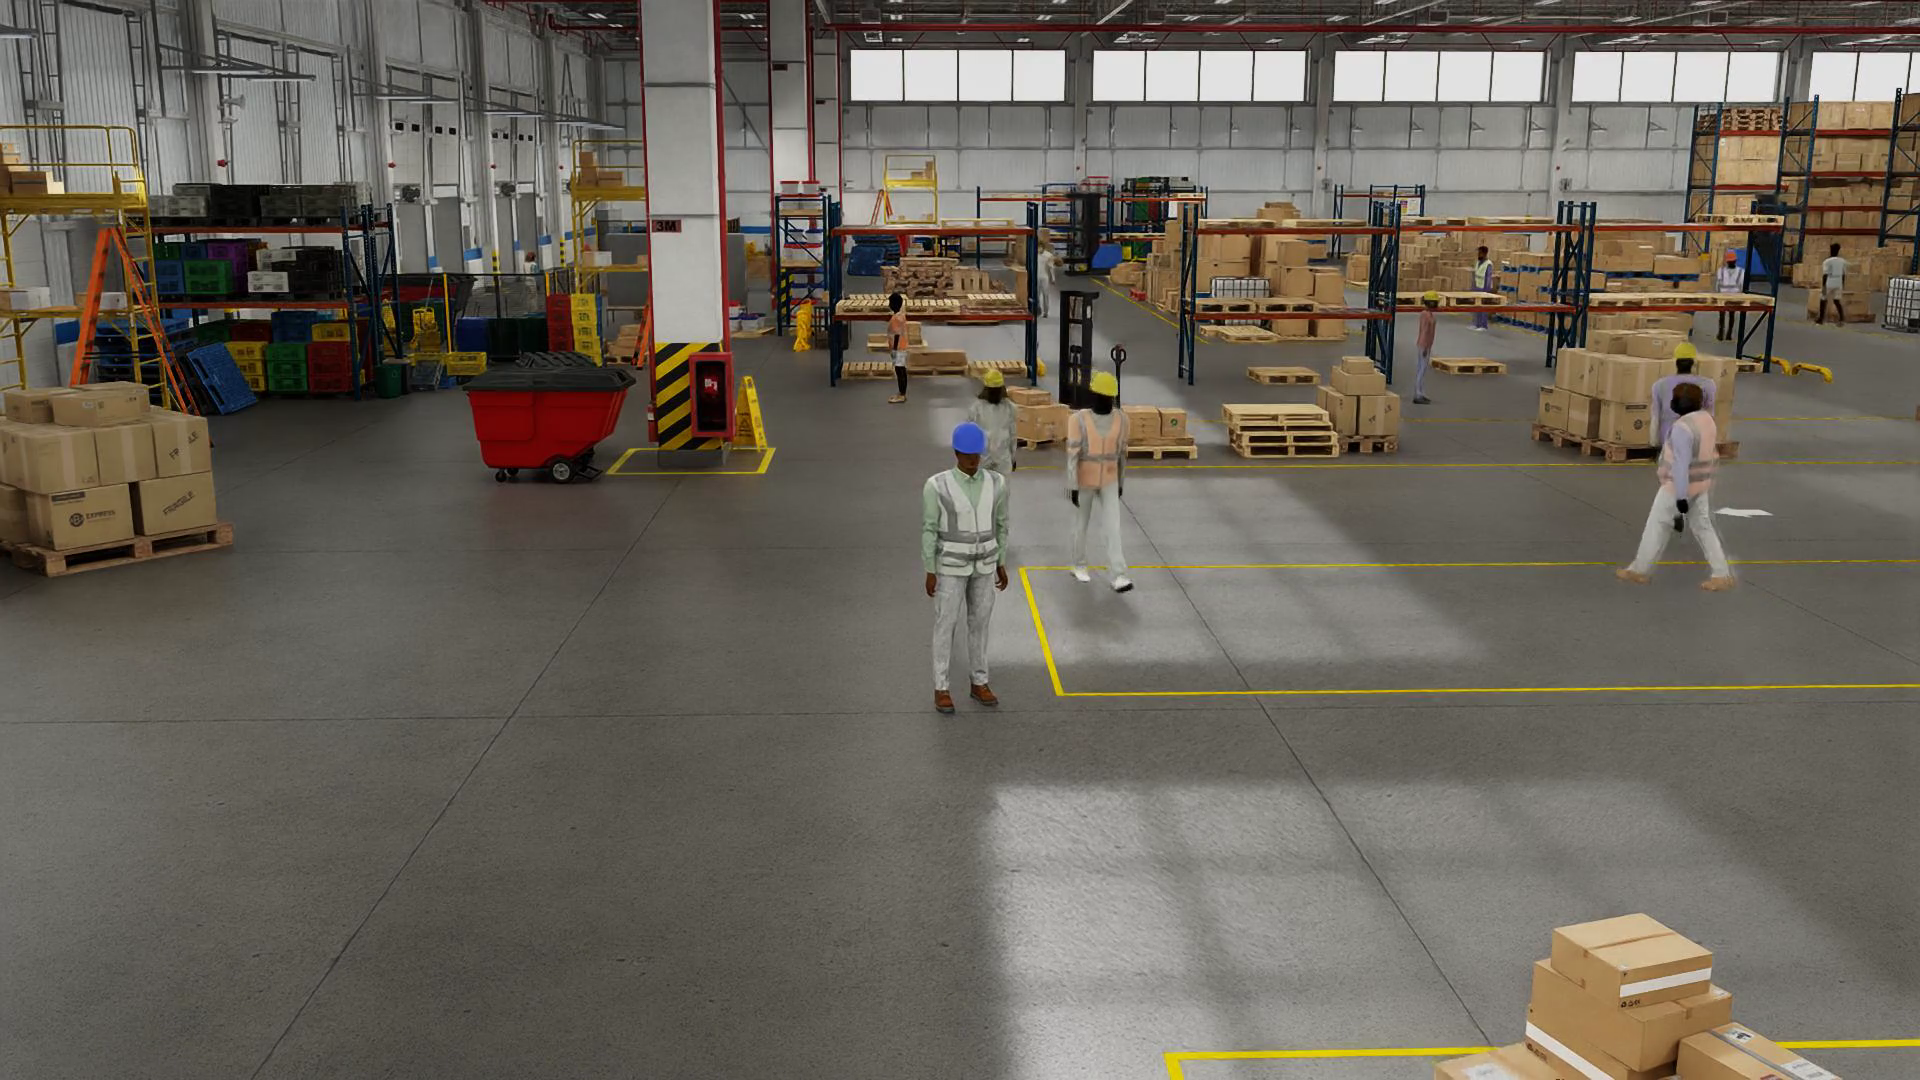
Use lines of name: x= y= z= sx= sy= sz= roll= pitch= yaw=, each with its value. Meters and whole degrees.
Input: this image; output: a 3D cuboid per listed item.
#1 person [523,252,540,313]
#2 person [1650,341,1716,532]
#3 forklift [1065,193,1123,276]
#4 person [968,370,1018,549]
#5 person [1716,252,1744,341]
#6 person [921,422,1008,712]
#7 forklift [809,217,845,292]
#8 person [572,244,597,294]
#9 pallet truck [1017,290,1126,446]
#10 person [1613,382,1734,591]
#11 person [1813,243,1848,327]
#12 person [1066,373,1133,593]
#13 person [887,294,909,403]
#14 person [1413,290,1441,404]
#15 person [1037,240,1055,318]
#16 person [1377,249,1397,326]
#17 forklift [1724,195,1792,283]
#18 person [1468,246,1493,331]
person: x=-10.455 y=-6.209 z=40.605 sx=0.517 sy=1.632 sz=0.311 roll=10 pitch=16 yaw=38
person: x=7.154 y=-1.018 z=16.539 sx=0.604 sy=1.903 sz=0.739 roll=7 pitch=14 yaw=28
forklift: x=4.601 y=-10.447 z=56.888 sx=1.873 sy=2.768 sz=1.129 roll=0 pitch=12 yaw=-2
person: x=0.305 y=-0.817 z=16.096 sx=0.499 sy=1.702 sz=0.894 roll=-1 pitch=13 yaw=-7
person: x=16.299 y=-5.144 z=35.222 sx=0.583 sy=1.873 sz=1.004 roll=7 pitch=14 yaw=28
person: x=0.044 y=0.174 z=11.056 sx=0.615 sy=1.945 sz=0.404 roll=-6 pitch=14 yaw=-24
forklift: x=-4.334 y=-8.620 z=48.638 sx=1.873 sy=2.768 sz=1.129 roll=0 pitch=12 yaw=-2
person: x=-8.783 y=-5.978 z=38.940 sx=0.564 sy=1.910 sz=0.717 roll=-1 pitch=13 yaw=-4
pallet truck: x=1.257 y=-2.299 z=22.111 sx=1.885 sy=1.965 sz=0.823 roll=-9 pitch=15 yaw=-35
person: x=6.236 y=-0.459 z=14.284 sx=0.626 sy=1.799 sz=0.970 roll=-10 pitch=16 yaw=-39
person: x=20.346 y=-5.936 z=38.693 sx=0.613 sy=1.934 sz=0.928 roll=-2 pitch=13 yaw=-7
person: x=1.191 y=-0.498 z=14.254 sx=0.600 sy=1.872 sz=0.975 roll=-3 pitch=13 yaw=-14
person: x=-0.963 y=-2.970 z=25.823 sx=0.322 sy=1.697 sz=0.531 roll=2 pitch=13 yaw=9
person: x=7.244 y=-2.995 z=25.783 sx=0.329 sy=1.765 sz=0.533 roll=5 pitch=13 yaw=20
person: x=2.009 y=-6.408 z=40.855 sx=0.693 sy=1.910 sz=0.455 roll=2 pitch=13 yaw=7
person: x=9.900 y=-5.886 z=38.669 sx=0.506 sy=1.839 sz=0.351 roll=4 pitch=13 yaw=17
forklift: x=25.725 y=-9.678 z=53.415 sx=1.873 sy=2.768 sz=1.129 roll=3 pitch=13 yaw=11
person: x=11.792 y=-5.667 z=37.497 sx=0.373 sy=1.916 sz=0.596 roll=-2 pitch=13 yaw=-9
